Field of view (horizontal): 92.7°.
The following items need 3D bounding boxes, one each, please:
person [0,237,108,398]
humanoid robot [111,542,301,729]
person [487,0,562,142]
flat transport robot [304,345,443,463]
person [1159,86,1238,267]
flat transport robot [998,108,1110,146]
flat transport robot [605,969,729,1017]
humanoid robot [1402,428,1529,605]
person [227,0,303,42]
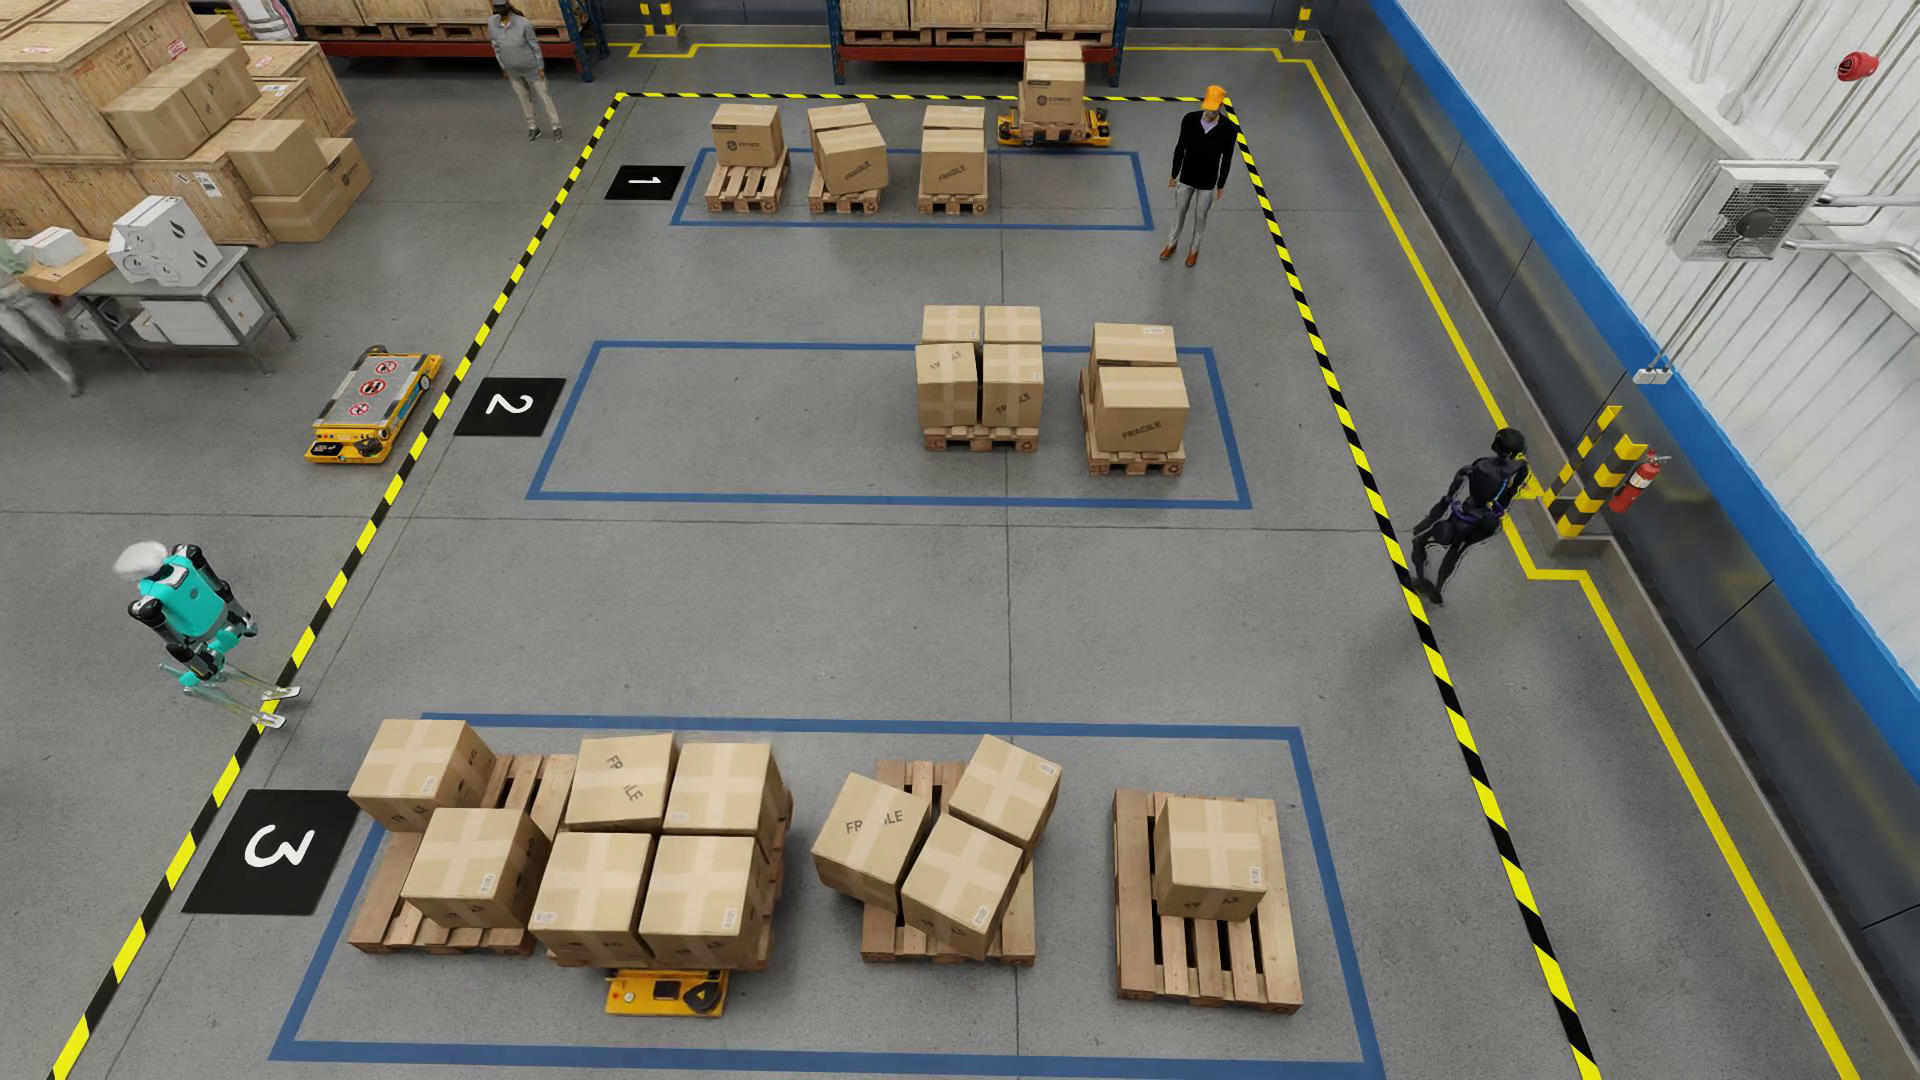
[{"bbox_3d":[-8.409,-2.190,8.138,0.629,1.919,0.672,-16,52,-13],"label":"person"},{"bbox_3d":[-4.869,0.622,5.794,0.735,1.673,0.533,1,50,1],"label":"humanoid robot"},{"bbox_3d":[-5.395,-5.847,11.331,0.567,1.769,0.397,1,50,1],"label":"person"},{"bbox_3d":[-5.383,-1.269,8.441,0.659,0.231,1.431,1,50,1],"label":"flat transport robot"},{"bbox_3d":[2.452,-3.730,9.466,0.590,1.882,0.377,22,53,18],"label":"person"},{"bbox_3d":[1.209,-5.382,11.903,1.431,0.197,0.652,1,50,1],"label":"flat transport robot"},{"bbox_3d":[-1.662,2.091,5.579,0.652,0.197,1.431,1,50,1],"label":"flat transport robot"},{"bbox_3d":[3.624,-0.147,6.568,0.596,1.640,0.397,-7,50,-6],"label":"humanoid robot"},{"bbox_3d":[-8.934,-6.600,11.924,0.589,1.837,0.404,-12,51,-10],"label":"person"}]
